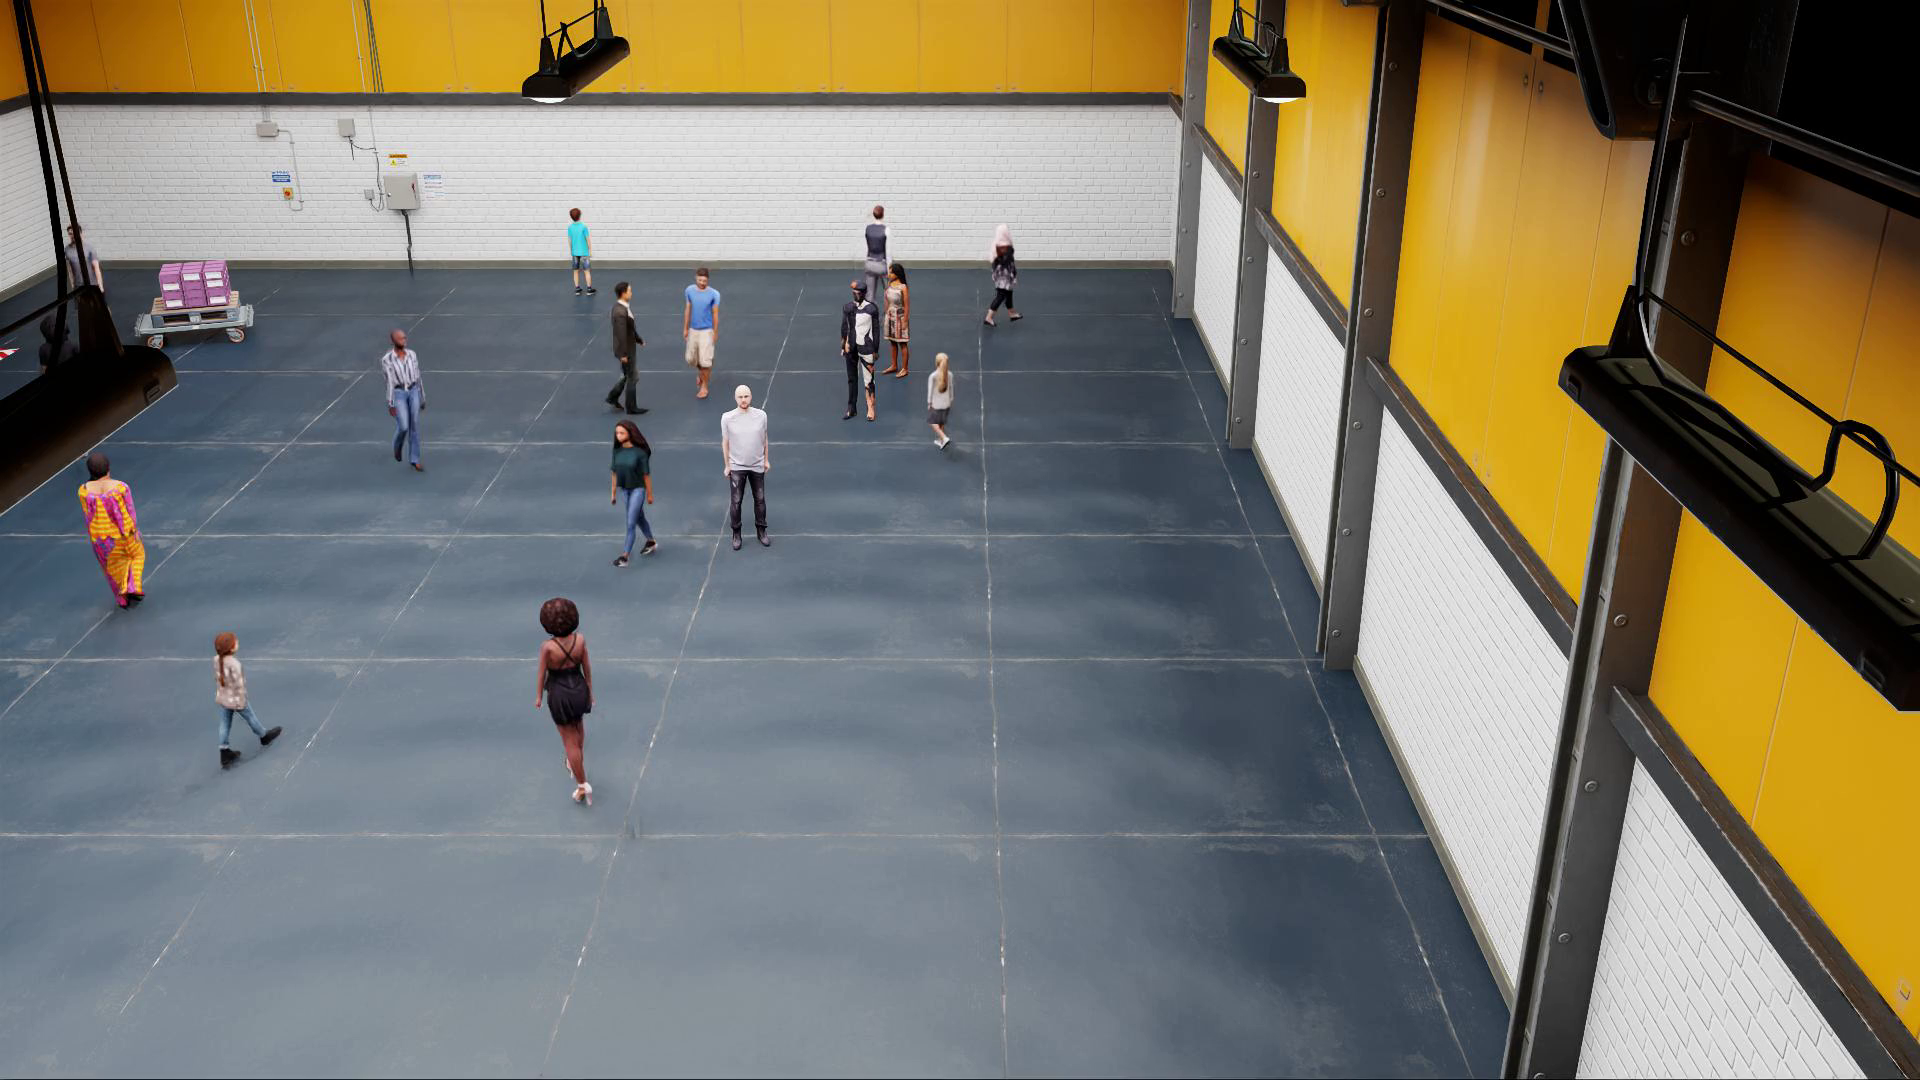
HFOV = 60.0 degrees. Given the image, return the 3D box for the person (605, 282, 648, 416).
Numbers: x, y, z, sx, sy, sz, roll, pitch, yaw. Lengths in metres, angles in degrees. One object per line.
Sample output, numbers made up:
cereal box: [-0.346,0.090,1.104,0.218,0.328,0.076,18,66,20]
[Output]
person: [-4.550,-2.552,22.216,0.870,1.785,0.854,-3,24,-7]

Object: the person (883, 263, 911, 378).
person: [-0.888,-3.163,23.799,0.771,1.637,0.707,-21,31,-39]

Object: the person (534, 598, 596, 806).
person: [-3.102,1.335,13.348,0.875,1.766,0.972,-19,30,-36]

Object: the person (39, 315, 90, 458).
person: [-11.050,-1.874,20.621,0.766,1.820,0.811,-12,26,-26]

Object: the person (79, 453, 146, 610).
person: [-8.522,-0.078,16.713,0.774,1.659,0.908,-7,25,-15]

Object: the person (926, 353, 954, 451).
person: [-0.228,-1.723,20.973,0.692,1.261,0.785,-14,27,-29]

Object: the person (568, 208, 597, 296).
person: [-6.371,-4.843,27.877,0.550,1.448,0.512,4,24,9]

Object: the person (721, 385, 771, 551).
person: [-2.329,-0.820,18.194,0.727,1.832,0.678,-7,24,-15]

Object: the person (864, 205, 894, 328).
person: [-1.308,-4.214,25.856,0.836,1.915,0.979,7,25,16]

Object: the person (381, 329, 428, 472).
person: [-6.827,-1.713,20.300,0.891,1.782,0.829,18,29,36]

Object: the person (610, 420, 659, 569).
person: [-3.464,-0.540,17.870,0.880,1.579,1.137,10,25,21]

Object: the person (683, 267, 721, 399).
person: [-3.531,-2.908,22.969,0.810,1.834,0.911,7,25,16]

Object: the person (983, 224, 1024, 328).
person: [0.621,-4.096,25.981,1.077,1.598,1.107,-15,28,-31]

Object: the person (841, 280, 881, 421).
person: [-1.321,-2.532,22.039,0.742,1.891,0.681,6,24,13]

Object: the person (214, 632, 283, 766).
person: [-6.194,1.353,14.058,0.710,1.164,0.876,12,26,25]

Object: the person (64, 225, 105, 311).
person: [-13.162,-3.876,25.174,0.769,1.842,1.237,-3,24,-7]
